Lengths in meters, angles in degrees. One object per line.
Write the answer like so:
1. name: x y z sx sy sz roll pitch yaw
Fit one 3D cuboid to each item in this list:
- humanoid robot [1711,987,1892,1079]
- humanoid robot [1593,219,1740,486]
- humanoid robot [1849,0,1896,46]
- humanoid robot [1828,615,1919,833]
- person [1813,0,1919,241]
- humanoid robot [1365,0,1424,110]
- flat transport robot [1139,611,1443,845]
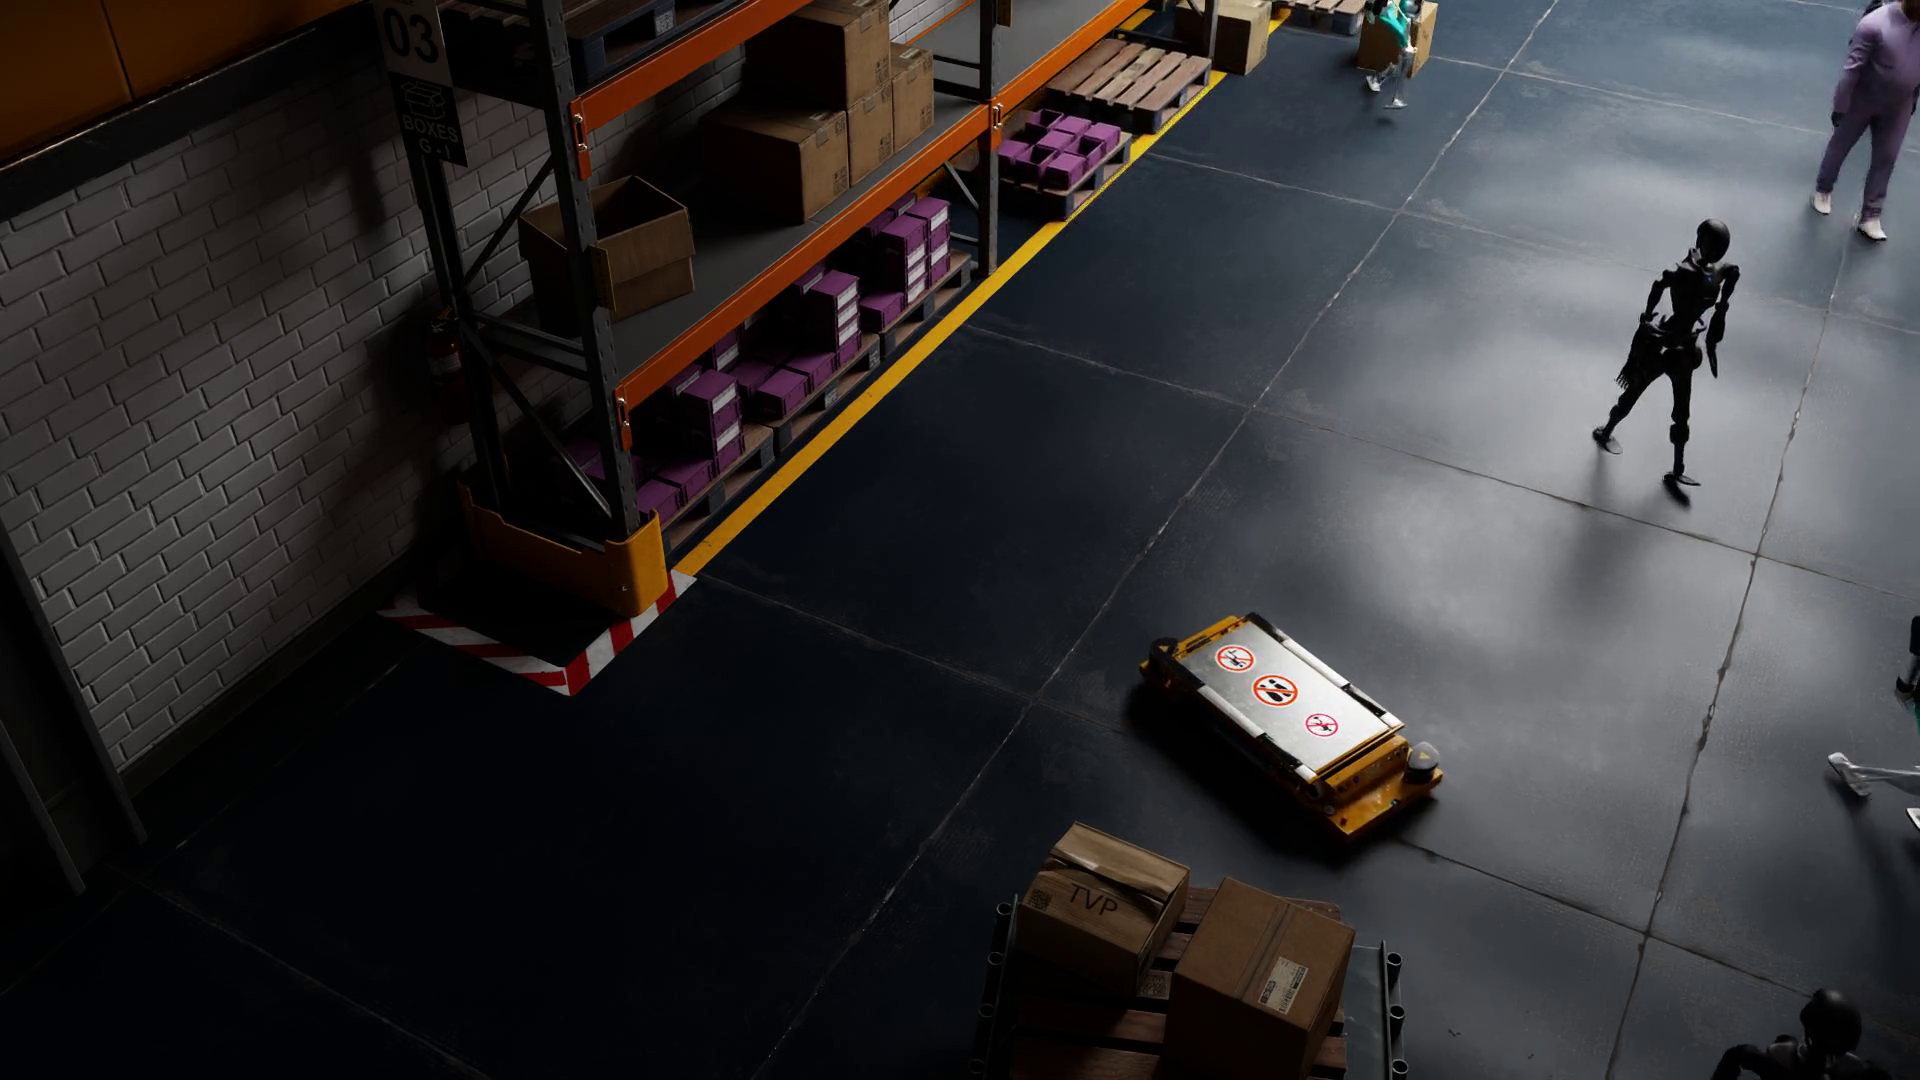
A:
1. humanoid robot: 2.674 2.094 5.480 0.595 1.636 0.539 6 39 8
2. humanoid robot: 4.073 -1.081 9.471 0.596 1.624 0.759 -9 39 -11
3. humanoid robot: 7.502 -4.114 13.286 0.608 1.652 0.734 -10 40 -12
4. humanoid robot: 4.382 0.685 7.191 0.538 1.768 0.889 -6 39 -8
5. person: 6.543 -3.075 11.783 0.670 1.863 0.926 2 39 3
6. humanoid robot: 3.614 -4.259 13.406 0.555 1.758 1.040 -9 39 -11
7. flat transport robot: 1.598 0.859 8.146 0.659 0.231 1.431 -25 45 -28
